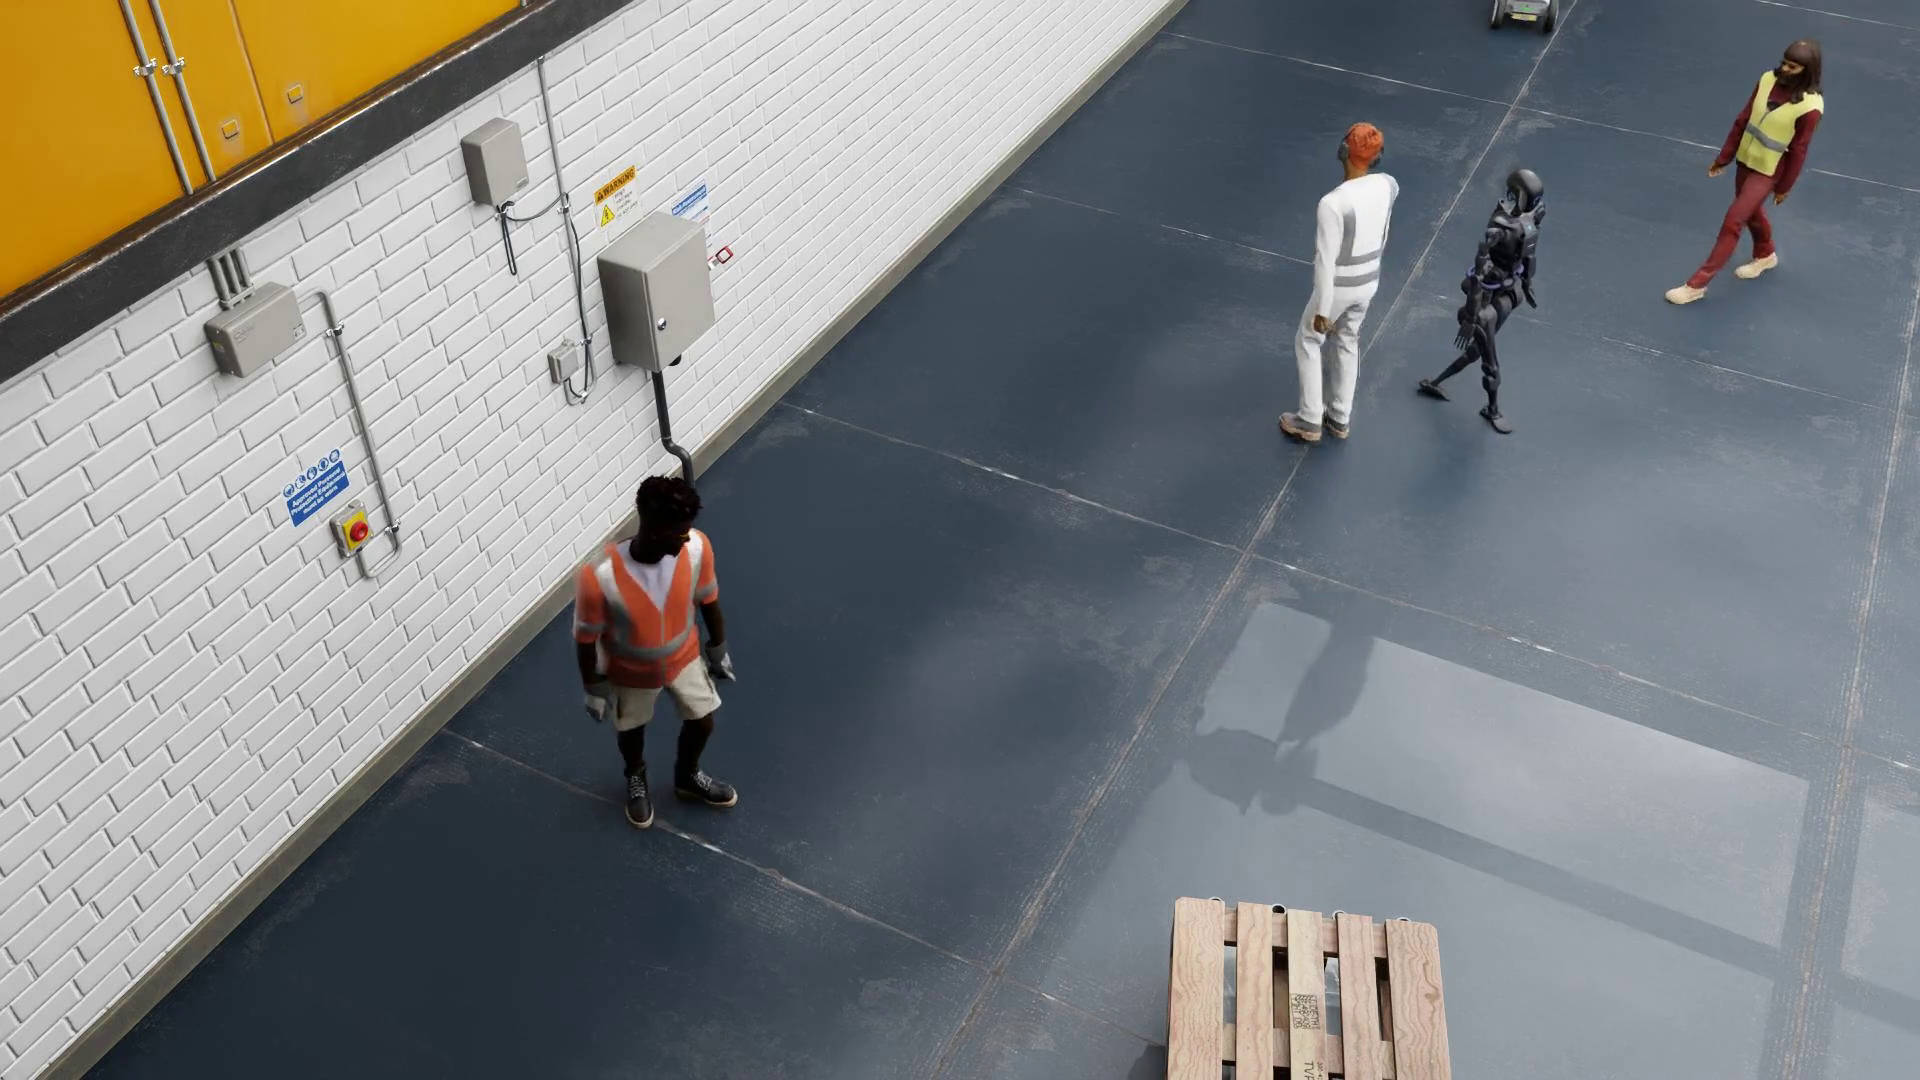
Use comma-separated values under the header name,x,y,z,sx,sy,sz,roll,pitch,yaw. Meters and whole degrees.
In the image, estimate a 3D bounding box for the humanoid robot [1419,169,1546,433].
name,x,y,z,sx,sy,sz,roll,pitch,yaw
humanoid robot,3.029,-1.385,9.409,0.619,1.639,0.632,-28,48,-29

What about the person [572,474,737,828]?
name,x,y,z,sx,sy,sz,roll,pitch,yaw
person,-1.310,0.486,7.009,0.661,1.923,0.452,-19,44,-21

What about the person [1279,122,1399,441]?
name,x,y,z,sx,sy,sz,roll,pitch,yaw
person,2.154,-1.407,9.253,0.596,1.857,0.470,-22,45,-24

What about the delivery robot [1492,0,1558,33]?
name,x,y,z,sx,sy,sz,roll,pitch,yaw
delivery robot,4.781,-4.616,13.984,0.520,0.612,0.784,8,42,10

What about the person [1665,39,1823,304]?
name,x,y,z,sx,sy,sz,roll,pitch,yaw
person,5.027,-2.326,10.416,0.908,1.735,0.477,-12,42,-14
